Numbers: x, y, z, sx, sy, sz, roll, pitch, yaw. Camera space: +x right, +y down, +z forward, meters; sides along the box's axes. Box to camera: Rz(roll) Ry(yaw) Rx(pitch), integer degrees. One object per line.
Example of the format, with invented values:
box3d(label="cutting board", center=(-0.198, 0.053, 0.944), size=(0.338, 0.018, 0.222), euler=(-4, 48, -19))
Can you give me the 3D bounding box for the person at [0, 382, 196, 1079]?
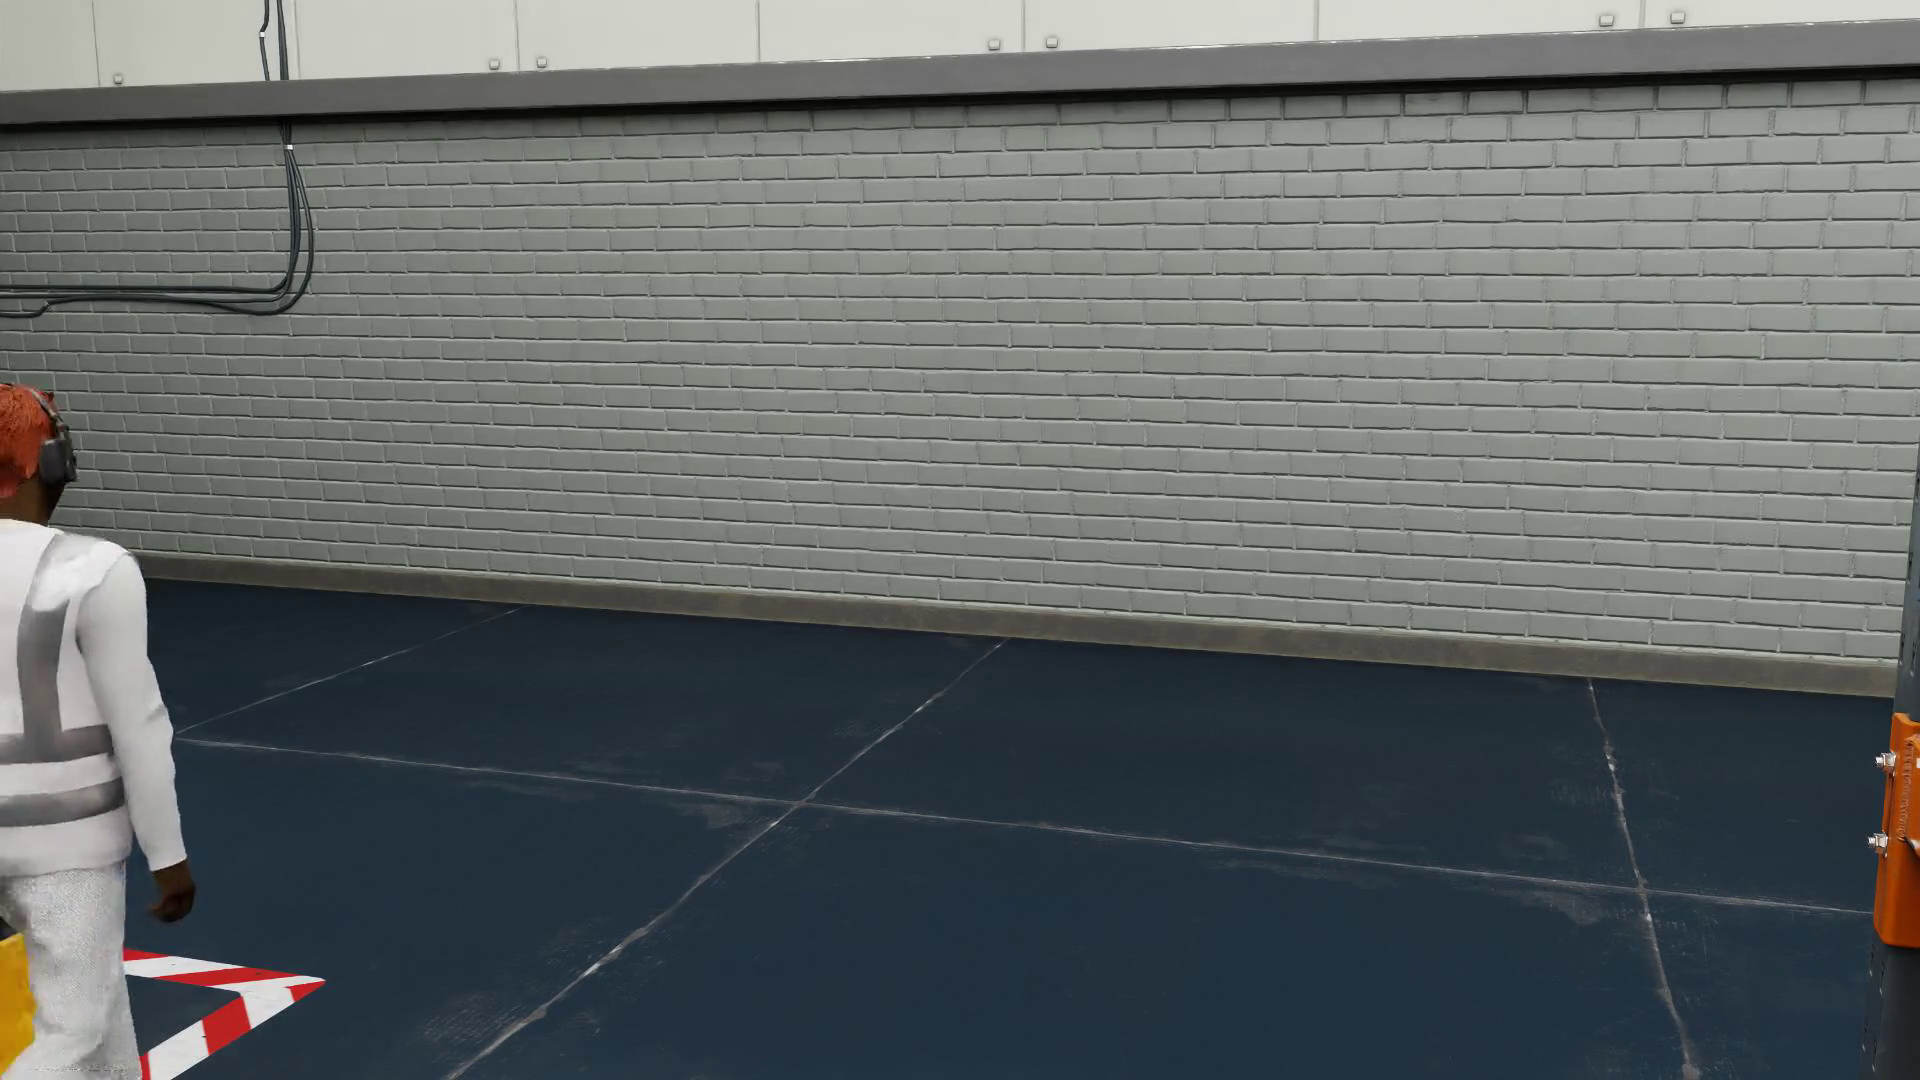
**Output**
box3d(label="person", center=(-1.876, 0.612, 3.288), size=(0.577, 1.846, 0.888), euler=(3, 10, 17))
